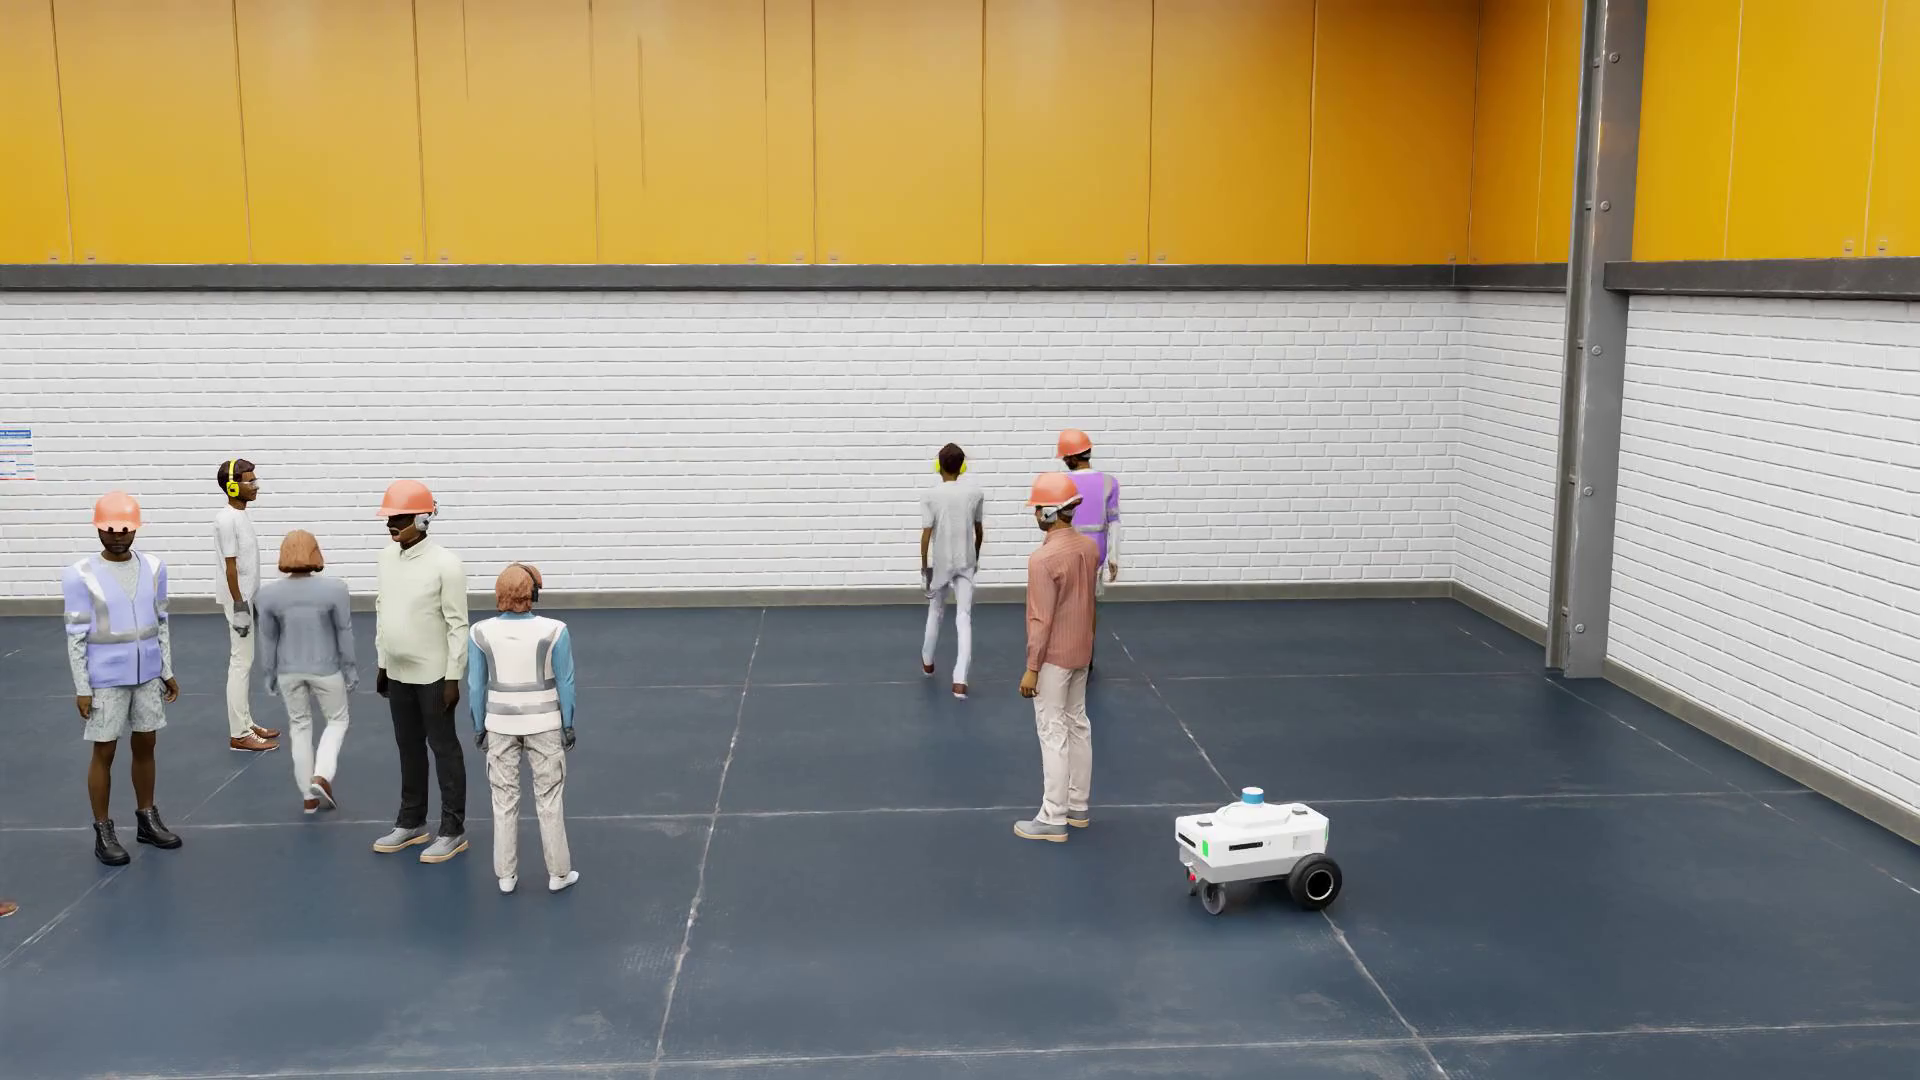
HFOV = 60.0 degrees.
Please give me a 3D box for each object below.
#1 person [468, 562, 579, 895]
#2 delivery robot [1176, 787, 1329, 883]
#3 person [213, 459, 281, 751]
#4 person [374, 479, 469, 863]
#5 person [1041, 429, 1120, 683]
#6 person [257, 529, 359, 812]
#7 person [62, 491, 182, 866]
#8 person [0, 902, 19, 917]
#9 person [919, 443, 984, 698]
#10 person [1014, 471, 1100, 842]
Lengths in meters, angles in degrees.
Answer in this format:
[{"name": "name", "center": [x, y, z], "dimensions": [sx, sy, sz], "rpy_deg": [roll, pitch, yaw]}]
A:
[{"name": "person", "center": [-2.134, 0.928, 8.141], "dimensions": [0.515, 1.641, 0.314], "rpy_deg": [0, 9, 0]}, {"name": "delivery robot", "center": [1.406, 1.440, 8.030], "dimensions": [0.707, 0.478, 0.477], "rpy_deg": [-3, 9, -19]}, {"name": "person", "center": [-4.588, 0.410, 10.672], "dimensions": [0.328, 1.873, 0.521], "rpy_deg": [-3, 9, -18]}, {"name": "person", "center": [-2.814, 0.672, 8.638], "dimensions": [0.609, 1.996, 0.379], "rpy_deg": [5, 10, 30]}, {"name": "person", "center": [0.870, 0.103, 12.520], "dimensions": [0.566, 1.896, 0.736], "rpy_deg": [-2, 9, -14]}, {"name": "person", "center": [-3.648, 0.749, 9.311], "dimensions": [0.522, 1.620, 0.411], "rpy_deg": [-1, 9, -7]}, {"name": "person", "center": [-4.331, 0.700, 8.652], "dimensions": [0.376, 1.934, 0.547], "rpy_deg": [6, 11, 33]}, {"name": "person", "center": [-4.850, 0.896, 7.729], "dimensions": [0.659, 1.835, 0.536], "rpy_deg": [-2, 9, -14]}, {"name": "person", "center": [-0.079, 0.194, 12.237], "dimensions": [0.490, 1.808, 1.003], "rpy_deg": [-1, 9, -9]}, {"name": "person", "center": [0.524, 0.621, 8.963], "dimensions": [0.379, 1.994, 0.611], "rpy_deg": [6, 11, 32]}]
